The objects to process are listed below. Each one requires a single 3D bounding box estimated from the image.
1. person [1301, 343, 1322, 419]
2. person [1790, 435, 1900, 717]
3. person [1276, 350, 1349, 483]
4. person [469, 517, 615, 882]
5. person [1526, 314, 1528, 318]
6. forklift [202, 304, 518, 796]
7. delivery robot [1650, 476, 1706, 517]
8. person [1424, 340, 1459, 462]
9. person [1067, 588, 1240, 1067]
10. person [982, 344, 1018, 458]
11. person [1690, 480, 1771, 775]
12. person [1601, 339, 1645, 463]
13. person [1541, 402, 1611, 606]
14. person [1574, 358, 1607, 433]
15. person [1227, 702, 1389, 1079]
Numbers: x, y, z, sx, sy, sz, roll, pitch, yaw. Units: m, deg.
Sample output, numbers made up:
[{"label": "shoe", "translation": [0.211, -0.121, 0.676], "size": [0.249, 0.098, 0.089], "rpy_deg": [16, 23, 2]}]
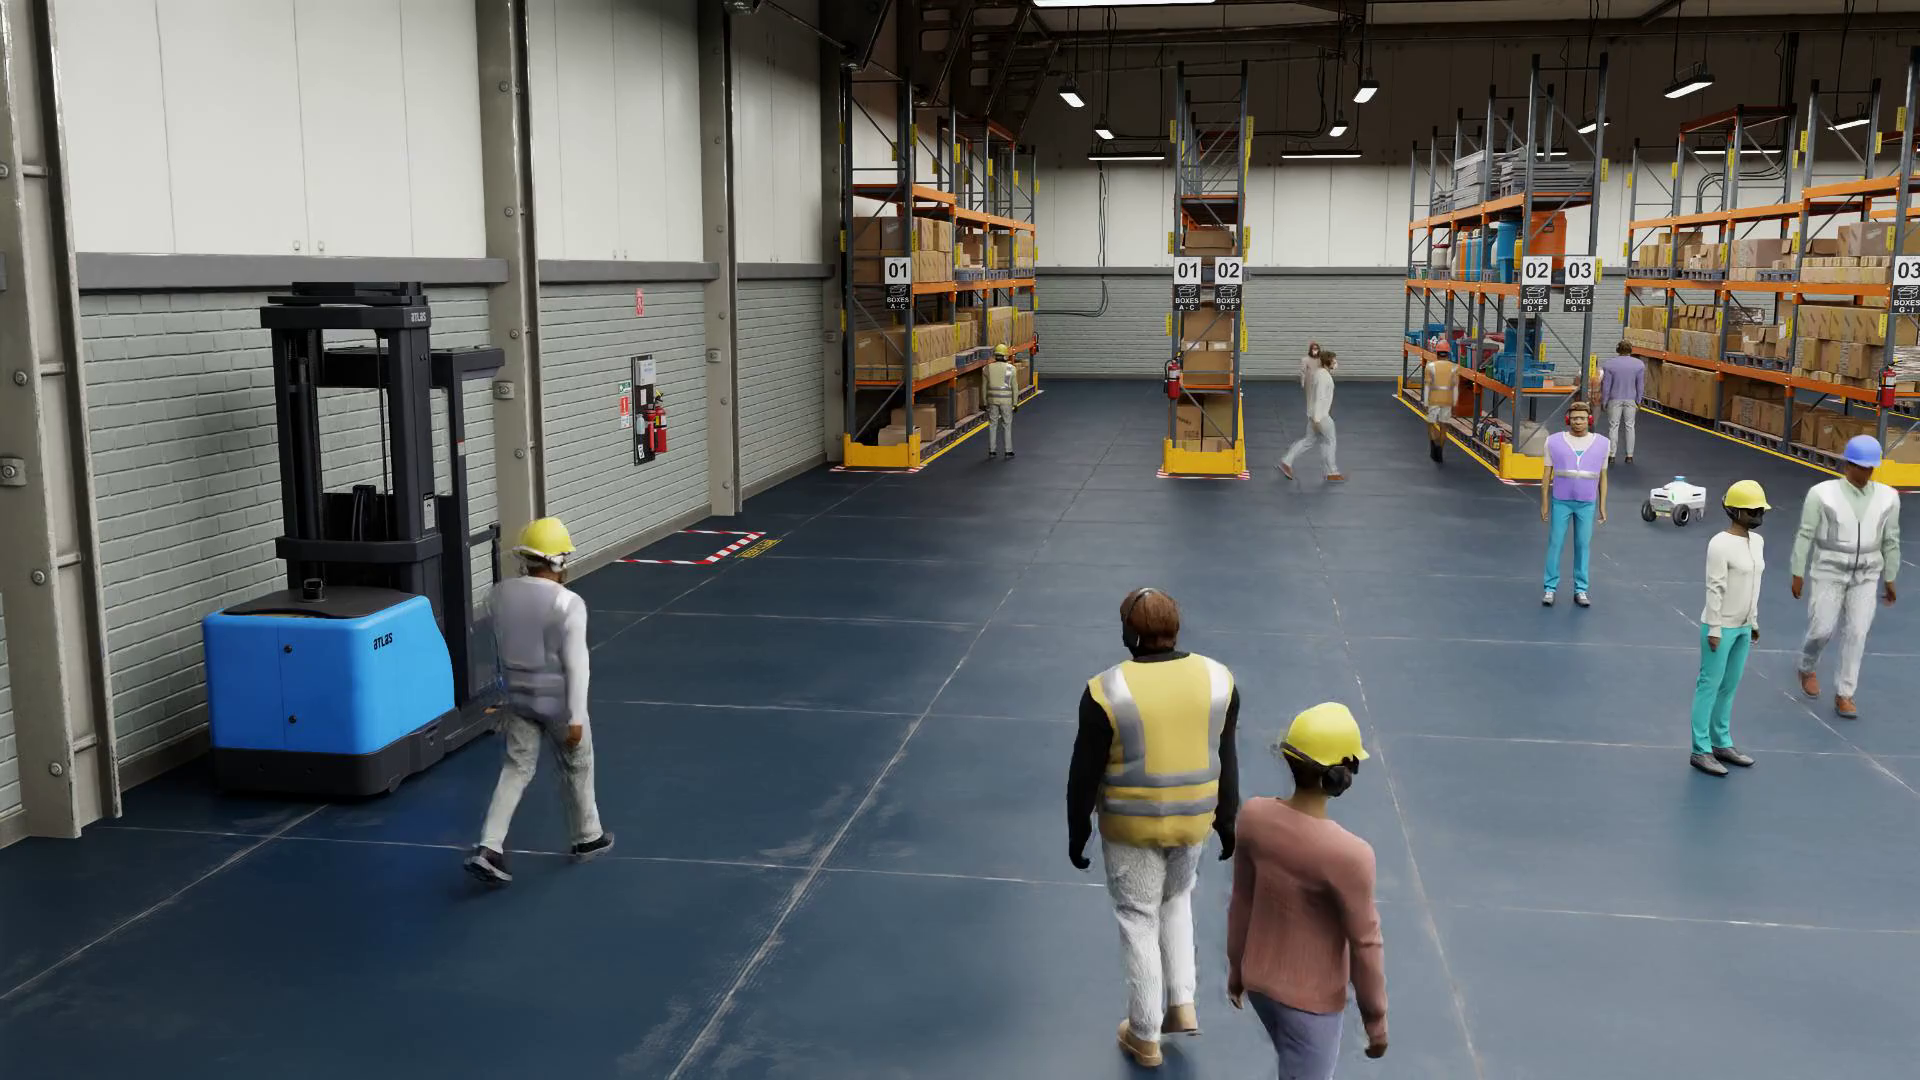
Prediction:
[{"label": "person", "translation": [6.863, -3.003, 32.220], "size": [0.517, 1.595, 0.784], "rpy_deg": [1, 9, 4]}, {"label": "person", "translation": [6.016, 0.227, 11.325], "size": [0.655, 1.924, 0.558], "rpy_deg": [1, 9, 8]}, {"label": "person", "translation": [5.057, -1.776, 23.798], "size": [0.979, 1.903, 0.638], "rpy_deg": [1, 9, 5]}, {"label": "person", "translation": [-2.090, 0.784, 8.263], "size": [0.584, 1.804, 0.868], "rpy_deg": [4, 10, 22]}, {"label": "person", "translation": [13.643, -4.511, 40.362], "size": [0.617, 1.986, 0.406], "rpy_deg": [-4, 10, -22]}, {"label": "forklift", "translation": [-3.673, -0.038, 10.147], "size": [1.129, 2.768, 1.873], "rpy_deg": [1, 9, 9]}, {"label": "delivery robot", "translation": [8.638, -0.523, 20.004], "size": [0.707, 0.478, 0.477], "rpy_deg": [-6, 11, -34]}, {"label": "person", "translation": [7.583, -2.188, 26.225], "size": [0.552, 1.922, 0.474], "rpy_deg": [1, 9, 6]}, {"label": "person", "translation": [0.722, 1.084, 6.327], "size": [0.665, 1.826, 0.459], "rpy_deg": [-3, 10, -18]}, {"label": "person", "translation": [0.653, -2.238, 26.816], "size": [0.599, 1.827, 0.403], "rpy_deg": [3, 10, 17]}, {"label": "person", "translation": [4.671, 0.514, 10.037], "size": [0.525, 1.769, 0.327], "rpy_deg": [-7, 11, -35]}, {"label": "person", "translation": [10.390, -2.178, 26.112], "size": [0.627, 1.941, 0.370], "rpy_deg": [2, 9, 11]}, {"label": "person", "translation": [5.541, -0.332, 15.008], "size": [0.565, 1.845, 0.387], "rpy_deg": [2, 9, 12]}, {"label": "person", "translation": [10.584, -2.312, 27.946], "size": [0.519, 1.611, 0.762], "rpy_deg": [2, 9, 11]}, {"label": "person", "translation": [1.043, 1.343, 4.973], "size": [0.516, 1.747, 0.546], "rpy_deg": [-6, 11, -32]}]
